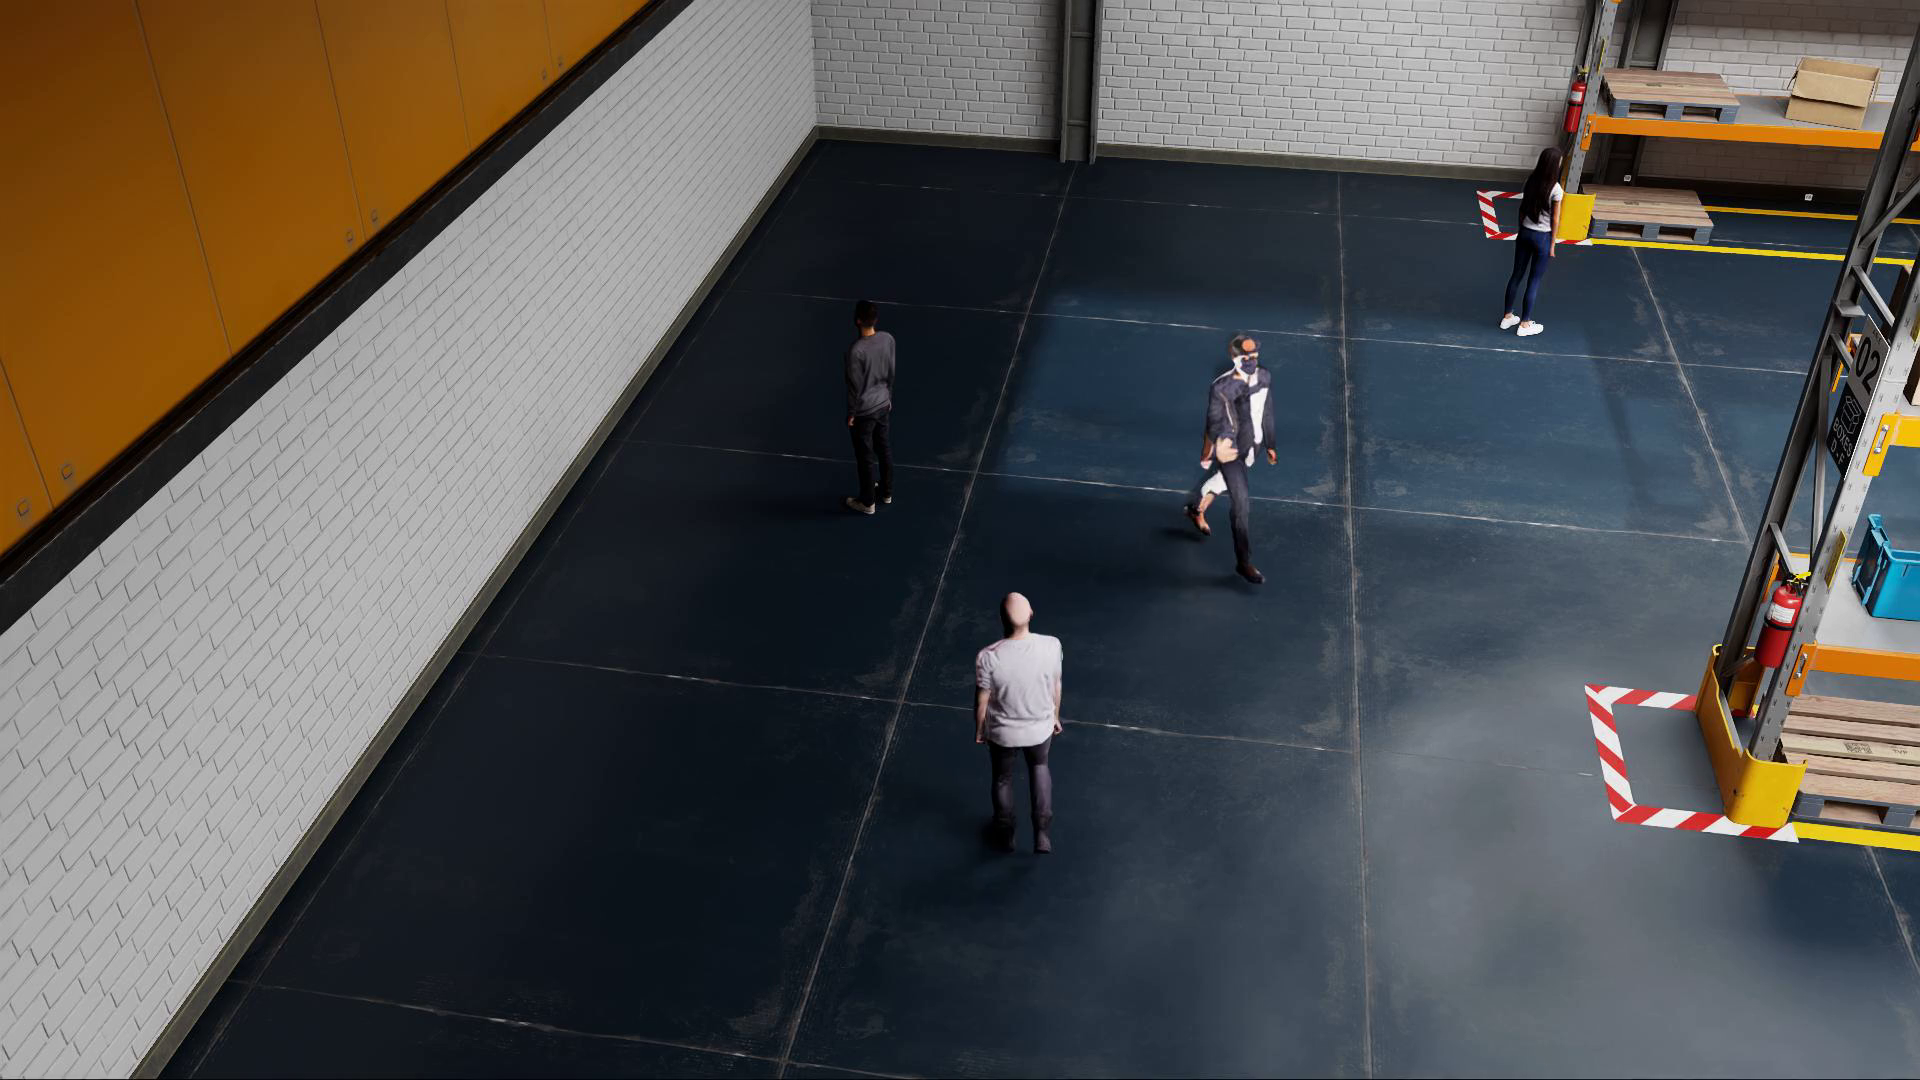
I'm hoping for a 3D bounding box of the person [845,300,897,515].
[{"bbox_3d":[-0.688,-1.022,12.695,0.725,1.761,0.703,28,43,35],"label":"person"}]

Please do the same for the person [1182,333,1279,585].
[{"bbox_3d":[1.951,-0.680,12.107,1.210,1.842,1.288,-22,39,-29],"label":"person"}]

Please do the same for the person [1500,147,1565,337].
[{"bbox_3d":[5.273,-2.746,15.277,0.711,1.774,0.667,-18,38,-25],"label":"person"}]

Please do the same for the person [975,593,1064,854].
[{"bbox_3d":[0.356,1.116,9.423,0.881,1.823,0.903,-7,34,-10],"label":"person"}]
